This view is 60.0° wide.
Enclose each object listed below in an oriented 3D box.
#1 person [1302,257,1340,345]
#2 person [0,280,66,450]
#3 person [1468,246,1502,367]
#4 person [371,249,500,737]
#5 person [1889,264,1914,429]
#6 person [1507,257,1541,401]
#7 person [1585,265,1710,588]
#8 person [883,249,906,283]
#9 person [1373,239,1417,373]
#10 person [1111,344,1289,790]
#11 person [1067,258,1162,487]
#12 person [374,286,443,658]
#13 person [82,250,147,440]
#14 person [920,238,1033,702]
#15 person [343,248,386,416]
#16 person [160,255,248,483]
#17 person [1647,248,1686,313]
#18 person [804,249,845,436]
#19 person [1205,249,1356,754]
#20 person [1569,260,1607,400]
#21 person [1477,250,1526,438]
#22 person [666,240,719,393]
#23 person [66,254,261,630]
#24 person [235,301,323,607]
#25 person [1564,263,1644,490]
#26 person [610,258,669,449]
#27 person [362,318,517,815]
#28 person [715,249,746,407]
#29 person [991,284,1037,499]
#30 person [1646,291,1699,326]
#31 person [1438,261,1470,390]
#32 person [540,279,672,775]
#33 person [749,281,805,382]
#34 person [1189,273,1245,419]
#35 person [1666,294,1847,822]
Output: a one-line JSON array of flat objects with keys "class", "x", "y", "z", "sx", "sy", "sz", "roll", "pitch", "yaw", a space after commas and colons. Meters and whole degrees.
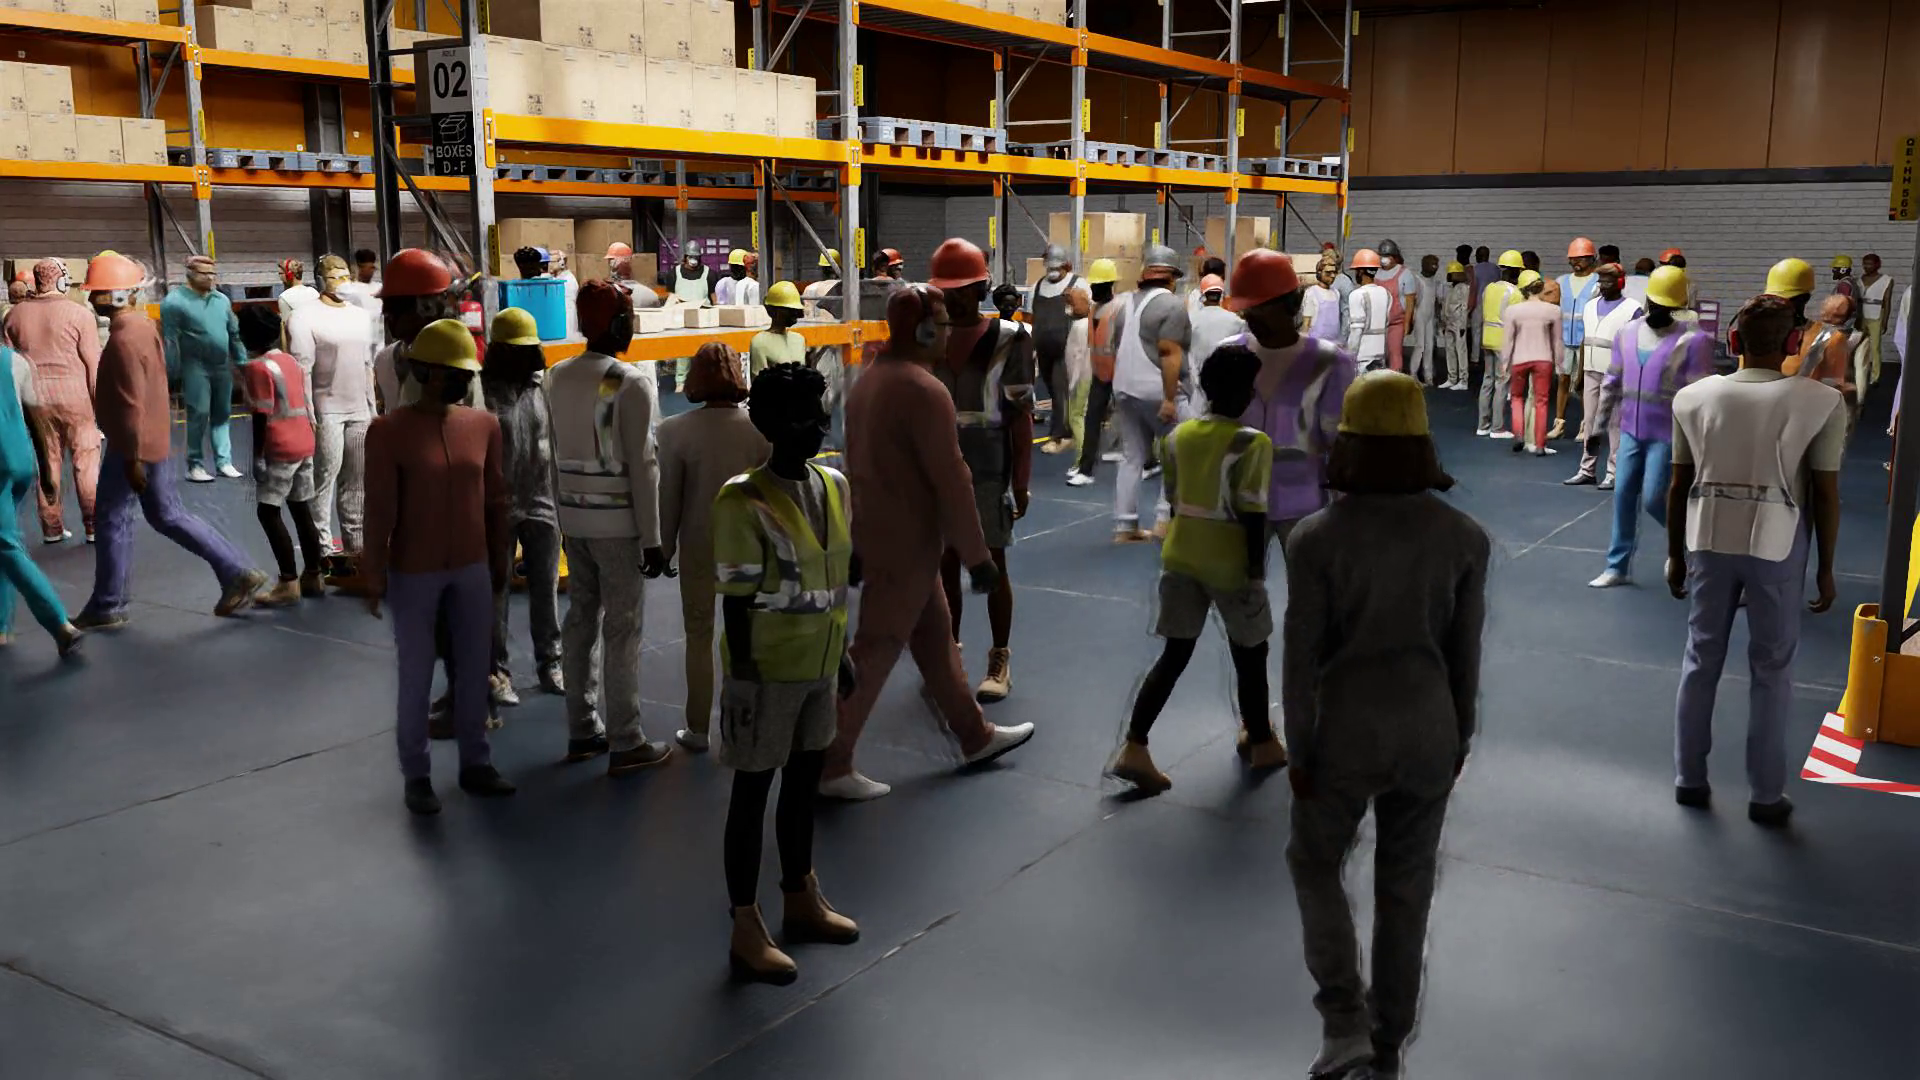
[{"class": "person", "x": 3.684, "y": -1.952, "z": 16.988, "sx": 0.513, "sy": 1.844, "sz": 0.328, "roll": -8, "pitch": 13, "yaw": -36}, {"class": "person", "x": -8.917, "y": -1.658, "z": 15.926, "sx": 0.512, "sy": 1.642, "sz": 0.312, "roll": 1, "pitch": 10, "yaw": 4}, {"class": "person", "x": 8.376, "y": -3.743, "z": 26.686, "sx": 0.625, "sy": 1.933, "sz": 0.374, "roll": -5, "pitch": 11, "yaw": -24}, {"class": "person", "x": -2.122, "y": -0.171, "z": 6.716, "sx": 0.440, "sy": 1.981, "sz": 0.629, "roll": -4, "pitch": 11, "yaw": -22}, {"class": "person", "x": 10.117, "y": -2.065, "z": 17.663, "sx": 0.351, "sy": 1.834, "sz": 0.518, "roll": 6, "pitch": 12, "yaw": 31}, {"class": "person", "x": 7.145, "y": -2.650, "z": 20.851, "sx": 0.598, "sy": 1.850, "sz": 0.453, "roll": 5, "pitch": 11, "yaw": 25}, {"class": "person", "x": 4.029, "y": -0.645, "z": 9.637, "sx": 0.602, "sy": 1.889, "sz": 0.691, "roll": -6, "pitch": 12, "yaw": -30}, {"class": "person", "x": -0.711, "y": -2.151, "z": 17.861, "sx": 0.373, "sy": 1.928, "sz": 0.543, "roll": -1, "pitch": 10, "yaw": -7}, {"class": "person", "x": 5.445, "y": -2.832, "z": 21.323, "sx": 0.688, "sy": 2.000, "sz": 0.536, "roll": 8, "pitch": 13, "yaw": 36}, {"class": "person", "x": 0.907, "y": 0.107, "z": 6.145, "sx": 0.854, "sy": 1.647, "sz": 0.556, "roll": -9, "pitch": 13, "yaw": -40}, {"class": "person", "x": 1.296, "y": -1.385, "z": 13.775, "sx": 0.909, "sy": 1.884, "sz": 0.587, "roll": -6, "pitch": 12, "yaw": -31}, {"class": "person", "x": -2.560, "y": -0.318, "z": 7.964, "sx": 0.584, "sy": 1.826, "sz": 0.444, "roll": 6, "pitch": 12, "yaw": 30}, {"class": "person", "x": -8.564, "y": -1.972, "z": 16.902, "sx": 0.585, "sy": 1.917, "sz": 0.382, "roll": -4, "pitch": 11, "yaw": -22}, {"class": "person", "x": 0.014, "y": -0.298, "z": 7.330, "sx": 0.612, "sy": 2.030, "sz": 0.410, "roll": 4, "pitch": 11, "yaw": 20}, {"class": "person", "x": -6.481, "y": -2.201, "z": 18.142, "sx": 0.710, "sy": 1.966, "sz": 0.637, "roll": 7, "pitch": 12, "yaw": 34}, {"class": "person", "x": -6.361, "y": -1.444, "z": 14.048, "sx": 0.437, "sy": 1.897, "sz": 0.662, "roll": 4, "pitch": 11, "yaw": 23}, {"class": "person", "x": 8.208, "y": -2.426, "z": 19.393, "sx": 0.386, "sy": 1.929, "sz": 0.543, "roll": 2, "pitch": 11, "yaw": 13}, {"class": "person", "x": -1.321, "y": -2.037, "z": 17.225, "sx": 0.590, "sy": 1.930, "sz": 0.353, "roll": -2, "pitch": 10, "yaw": -11}, {"class": "person", "x": 1.232, "y": -0.126, "z": 6.525, "sx": 0.614, "sy": 1.991, "sz": 0.740, "roll": 6, "pitch": 12, "yaw": 29}, {"class": "person", "x": 7.916, "y": -2.591, "z": 20.724, "sx": 0.588, "sy": 1.775, "sz": 1.031, "roll": -5, "pitch": 11, "yaw": -27}, {"class": "person", "x": 5.563, "y": -1.995, "z": 17.038, "sx": 0.392, "sy": 1.919, "sz": 0.581, "roll": -4, "pitch": 11, "yaw": -20}, {"class": "person", "x": -3.533, "y": -2.955, "z": 22.005, "sx": 0.694, "sy": 2.000, "sz": 0.535, "roll": -1, "pitch": 10, "yaw": -4}, {"class": "person", "x": -4.249, "y": -0.507, "z": 8.692, "sx": 0.929, "sy": 1.959, "sz": 0.637, "roll": -2, "pitch": 10, "yaw": -12}, {"class": "person", "x": -3.779, "y": -0.477, "z": 9.239, "sx": 0.346, "sy": 1.687, "sz": 0.594, "roll": 0, "pitch": 10, "yaw": -2}, {"class": "person", "x": 5.281, "y": -1.331, "z": 13.564, "sx": 0.390, "sy": 1.840, "sz": 0.565, "roll": -6, "pitch": 12, "yaw": -29}, {"class": "person", "x": -3.202, "y": -1.819, "z": 16.283, "sx": 0.694, "sy": 1.850, "sz": 0.896, "roll": -5, "pitch": 12, "yaw": -27}, {"class": "person", "x": -1.828, "y": 0.098, "z": 5.884, "sx": 0.569, "sy": 1.753, "sz": 0.360, "roll": -10, "pitch": 14, "yaw": -43}, {"class": "person", "x": -2.583, "y": -2.416, "z": 19.376, "sx": 0.395, "sy": 1.919, "sz": 0.582, "roll": 8, "pitch": 13, "yaw": 38}, {"class": "person", "x": 0.344, "y": -1.145, "z": 12.957, "sx": 0.532, "sy": 1.690, "sz": 0.322, "roll": -4, "pitch": 11, "yaw": -19}, {"class": "person", "x": 6.928, "y": -1.708, "z": 16.252, "sx": 0.502, "sy": 1.626, "sz": 0.291, "roll": 3, "pitch": 11, "yaw": 17}, {"class": "person", "x": 6.726, "y": -2.915, "z": 22.639, "sx": 0.336, "sy": 1.735, "sz": 0.487, "roll": -3, "pitch": 11, "yaw": -17}, {"class": "person", "x": -1.349, "y": -0.047, "z": 6.348, "sx": 0.577, "sy": 1.880, "sz": 0.353, "roll": 8, "pitch": 13, "yaw": 38}, {"class": "person", "x": -1.146, "y": -0.783, "z": 10.751, "sx": 0.341, "sy": 1.760, "sz": 0.525, "roll": 7, "pitch": 12, "yaw": 33}, {"class": "person", "x": 2.101, "y": -1.360, "z": 13.993, "sx": 0.573, "sy": 1.742, "sz": 0.356, "roll": 0, "pitch": 10, "yaw": 0}, {"class": "person", "x": 2.751, "y": 0.068, "z": 5.826, "sx": 0.565, "sy": 1.836, "sz": 0.395, "roll": 9, "pitch": 13, "yaw": 40}]
